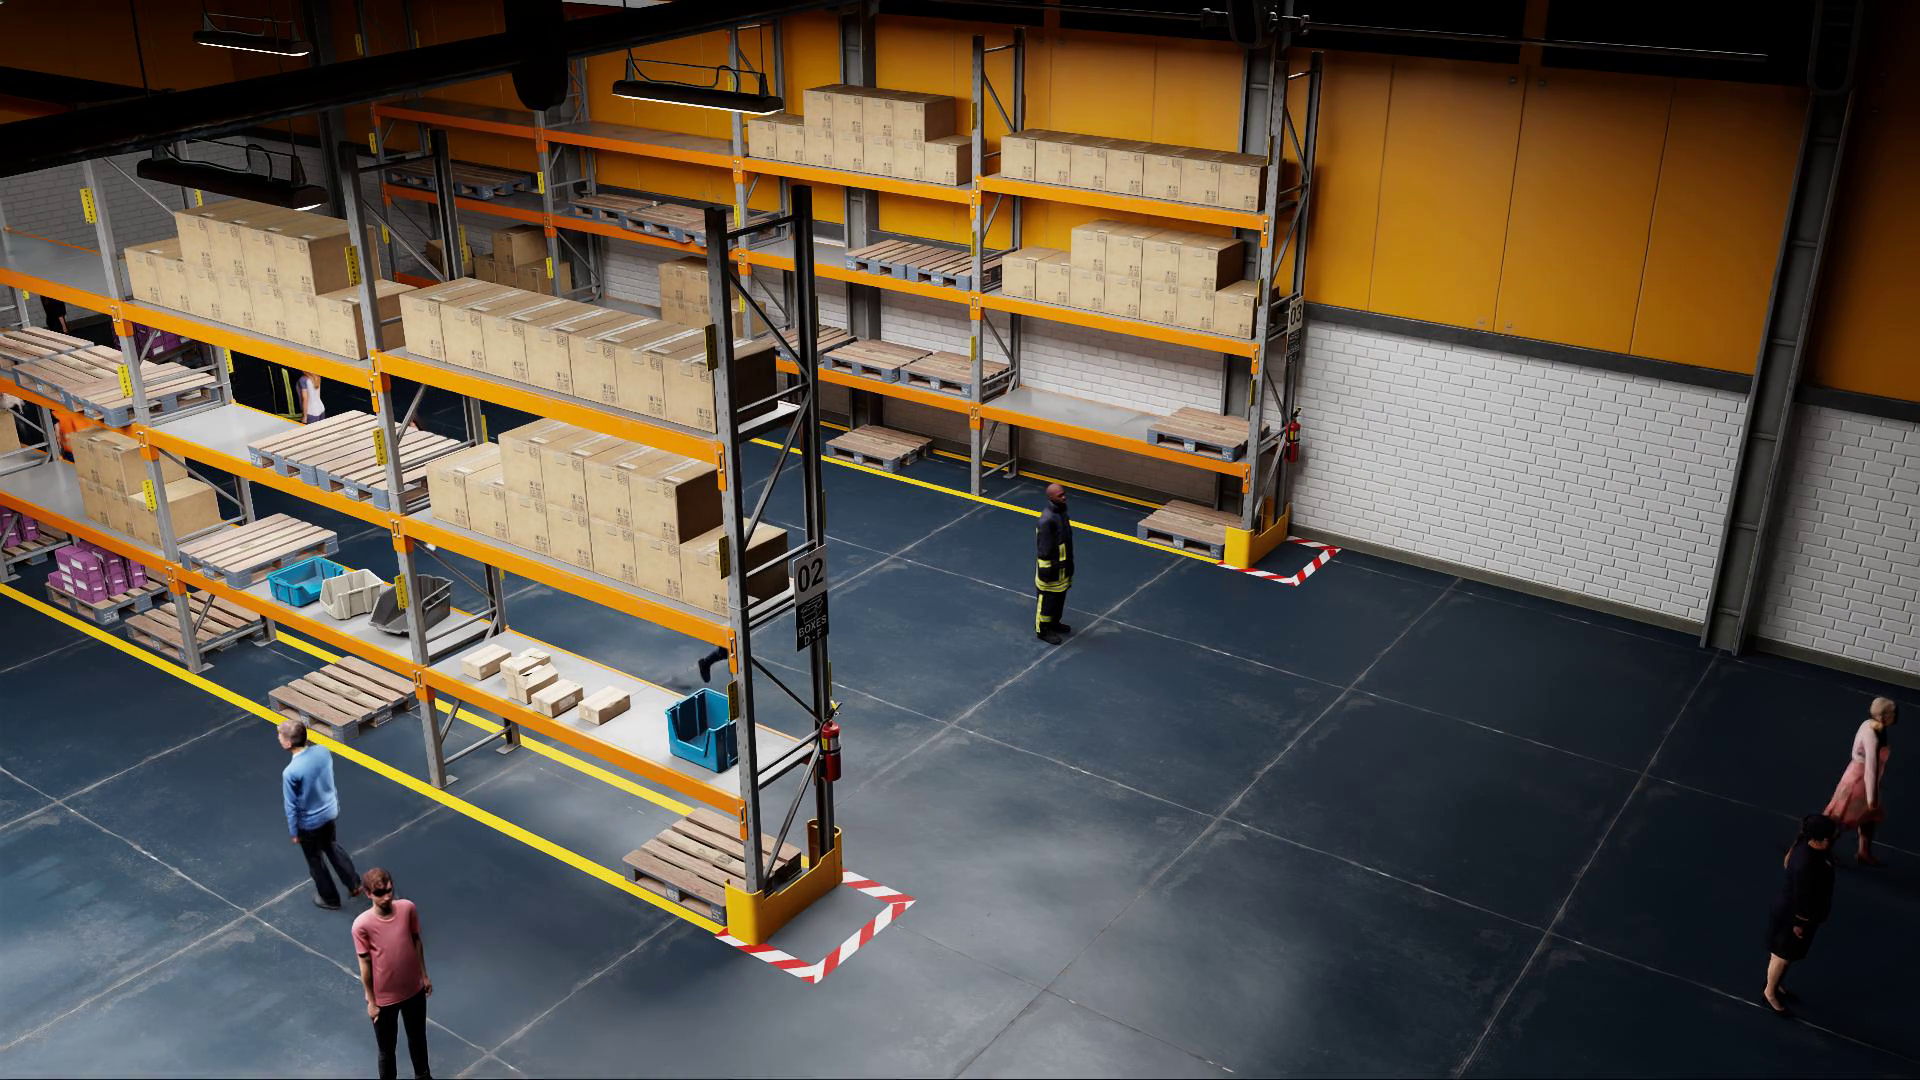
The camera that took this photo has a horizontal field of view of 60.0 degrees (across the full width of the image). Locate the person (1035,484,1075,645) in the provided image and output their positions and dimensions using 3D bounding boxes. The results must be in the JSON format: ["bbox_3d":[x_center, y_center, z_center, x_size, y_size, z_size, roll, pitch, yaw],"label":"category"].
[{"bbox_3d":[1.027,0.220,18.324,0.717,1.822,0.785,11,26,24],"label":"person"}]

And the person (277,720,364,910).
[{"bbox_3d":[-5.221,2.280,13.645,0.804,1.795,0.737,11,26,24],"label":"person"}]

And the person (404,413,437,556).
[{"bbox_3d":[-6.647,-0.755,20.652,1.089,1.744,1.034,0,24,0],"label":"person"}]

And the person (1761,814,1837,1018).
[{"bbox_3d":[6.330,2.814,12.579,0.625,1.671,0.698,14,27,29],"label":"person"}]

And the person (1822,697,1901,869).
[{"bbox_3d":[7.629,2.078,14.260,0.833,1.673,0.671,13,27,27],"label":"person"}]

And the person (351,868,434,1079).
[{"bbox_3d":[-3.923,3.109,11.545,0.586,1.958,0.644,20,31,38],"label":"person"}]
